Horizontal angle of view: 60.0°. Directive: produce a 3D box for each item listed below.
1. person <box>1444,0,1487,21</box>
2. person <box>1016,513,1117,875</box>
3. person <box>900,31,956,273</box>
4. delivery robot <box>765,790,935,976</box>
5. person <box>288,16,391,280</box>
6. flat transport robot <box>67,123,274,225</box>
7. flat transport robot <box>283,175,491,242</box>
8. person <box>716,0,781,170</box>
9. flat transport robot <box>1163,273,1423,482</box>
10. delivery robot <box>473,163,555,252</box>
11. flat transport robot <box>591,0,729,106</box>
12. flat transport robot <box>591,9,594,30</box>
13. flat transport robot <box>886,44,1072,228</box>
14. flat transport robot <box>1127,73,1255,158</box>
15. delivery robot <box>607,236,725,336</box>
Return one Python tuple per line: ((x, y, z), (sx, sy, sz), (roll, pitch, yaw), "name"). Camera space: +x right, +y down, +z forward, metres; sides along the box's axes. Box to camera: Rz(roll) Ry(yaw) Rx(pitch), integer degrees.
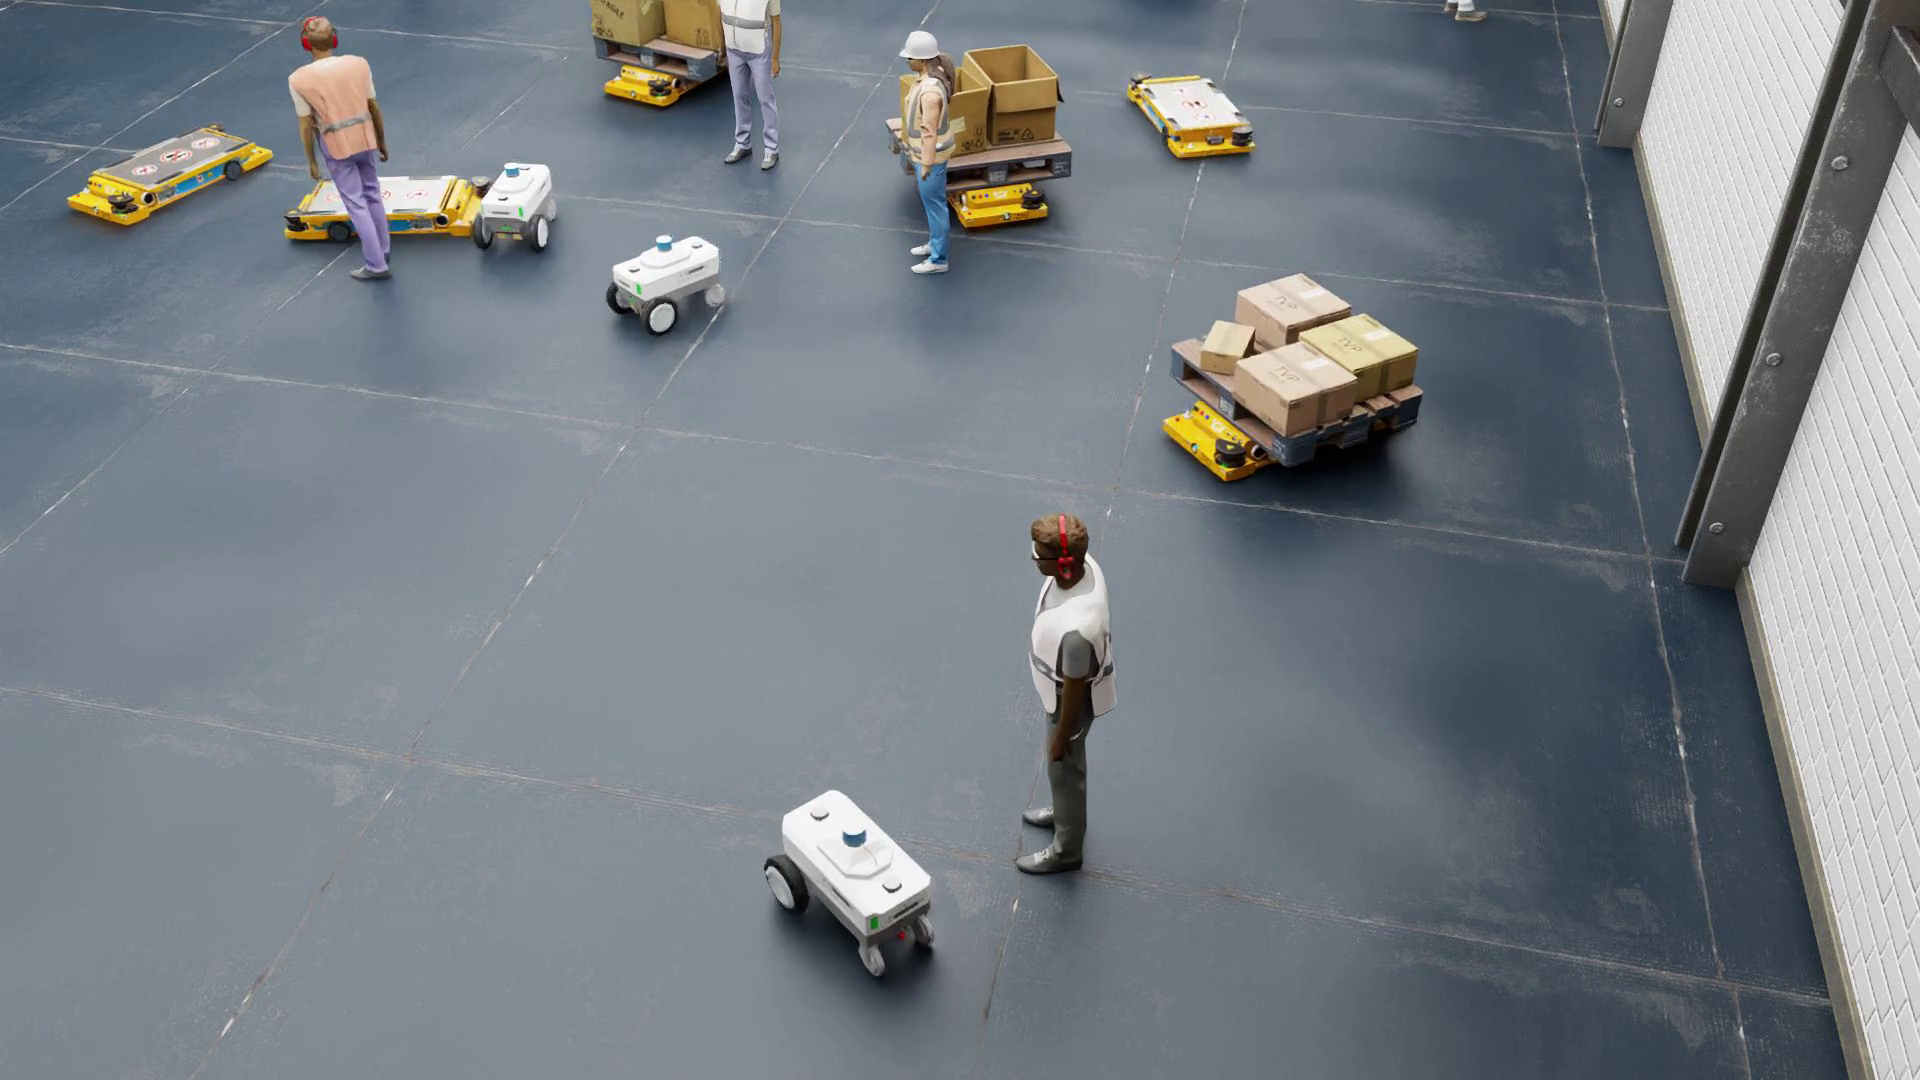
((4.937, -5.904, 15.774), (0.339, 1.878, 0.582), (-4, 37, -6), "person")
((0.456, 0.653, 7.042), (0.408, 1.833, 0.562), (1, 37, 1), "person")
((-0.215, -2.709, 11.632), (0.377, 1.718, 0.481), (-4, 37, -5), "person")
((-0.452, 1.417, 7.090), (0.499, 0.602, 0.801), (-26, 44, -30), "delivery robot")
((-4.269, -2.715, 11.563), (0.574, 1.814, 0.588), (-30, 46, -34), "person")
((-6.202, -2.890, 13.085), (0.659, 0.231, 1.431), (19, 41, 23), "flat transport robot")
((-4.305, -2.508, 12.575), (1.431, 0.231, 0.659), (-2, 37, -3), "flat transport robot")
((-1.641, -3.831, 13.030), (0.562, 1.843, 0.391), (15, 39, 19), "person")
((2.028, -0.780, 10.262), (1.431, 0.231, 0.659), (-19, 41, -23), "flat transport robot")
((-3.278, -2.481, 12.303), (0.499, 0.599, 0.784), (4, 37, 5), "delivery robot")
((-2.488, -4.265, 14.926), (0.659, 0.231, 1.431), (19, 41, 23), "flat transport robot")
((-2.785, -5.084, 16.022), (1.431, 0.231, 0.659), (1, 37, 1), "flat transport robot")
((0.150, -2.865, 13.053), (0.659, 0.231, 1.431), (-10, 38, -14), "flat transport robot")
((1.938, -3.606, 14.044), (0.659, 0.231, 1.431), (-7, 37, -10), "flat transport robot")
((-2.010, -1.773, 11.368), (0.818, 0.614, 0.499), (-29, 46, -33), "delivery robot")
